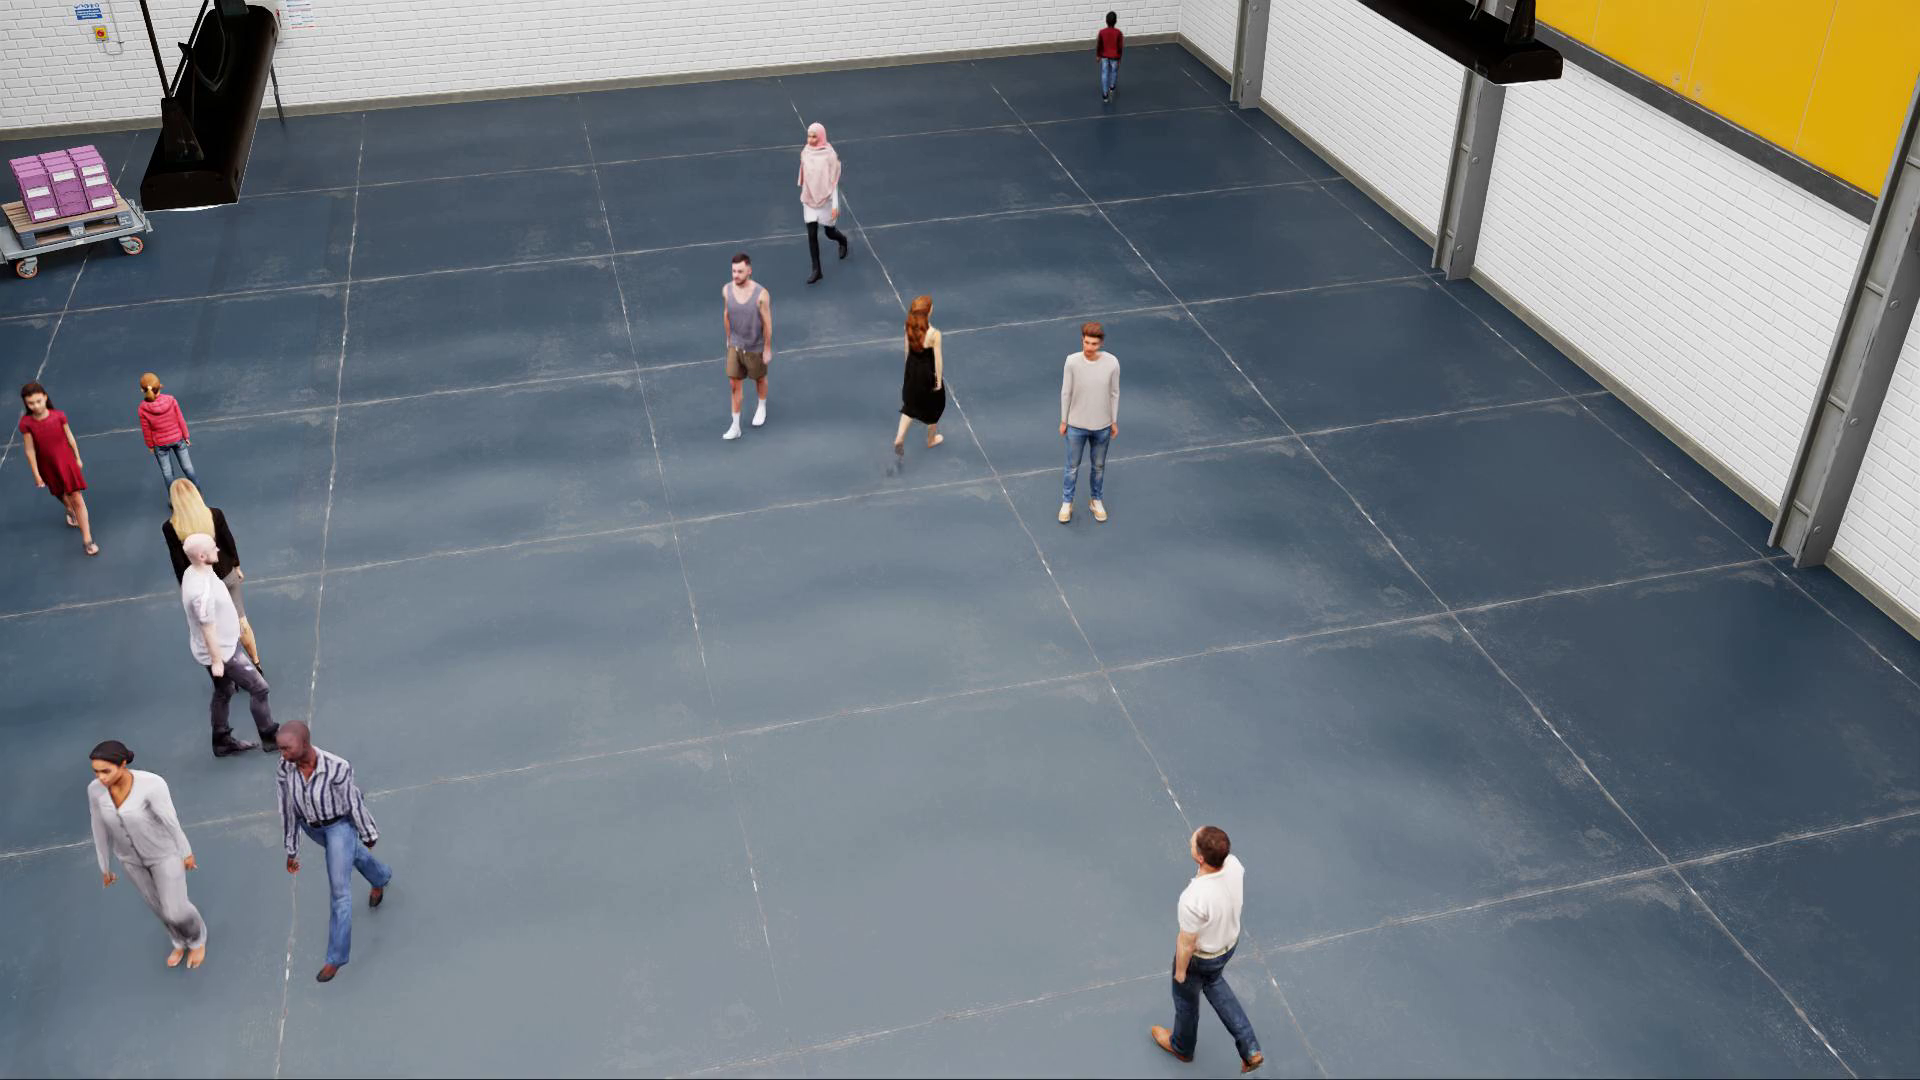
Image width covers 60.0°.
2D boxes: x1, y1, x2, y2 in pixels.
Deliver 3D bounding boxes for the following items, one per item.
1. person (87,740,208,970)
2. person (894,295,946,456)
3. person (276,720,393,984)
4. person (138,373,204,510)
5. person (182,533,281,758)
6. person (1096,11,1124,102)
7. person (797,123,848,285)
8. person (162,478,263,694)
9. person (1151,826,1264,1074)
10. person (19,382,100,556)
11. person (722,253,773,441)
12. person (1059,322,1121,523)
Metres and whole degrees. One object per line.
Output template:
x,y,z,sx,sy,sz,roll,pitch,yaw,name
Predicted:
-4.916,1.853,10.163,0.746,1.725,0.725,1,34,1,person
-0.398,-1.480,15.286,0.918,1.604,0.971,19,38,26,person
-3.856,1.754,10.308,1.004,1.729,1.314,5,34,7,person
-6.952,-0.858,14.614,0.562,1.314,0.566,-20,39,-27,person
-5.305,0.787,11.692,0.845,1.809,0.870,-14,36,-20,person
2.137,-6.881,23.761,0.725,1.219,0.941,4,34,6,person
-1.515,-3.797,18.609,1.008,1.785,1.121,14,36,20,person
-5.539,0.333,12.344,0.675,1.843,0.664,-22,40,-30,person
1.451,2.347,9.315,0.940,1.841,1.094,-27,42,-35,person
-7.693,-0.677,14.153,0.755,1.521,1.120,-18,37,-25,person
-1.972,-1.906,15.747,0.915,1.825,1.091,7,34,10,person
1.112,-1.027,14.336,0.714,1.902,0.655,-1,34,-1,person
